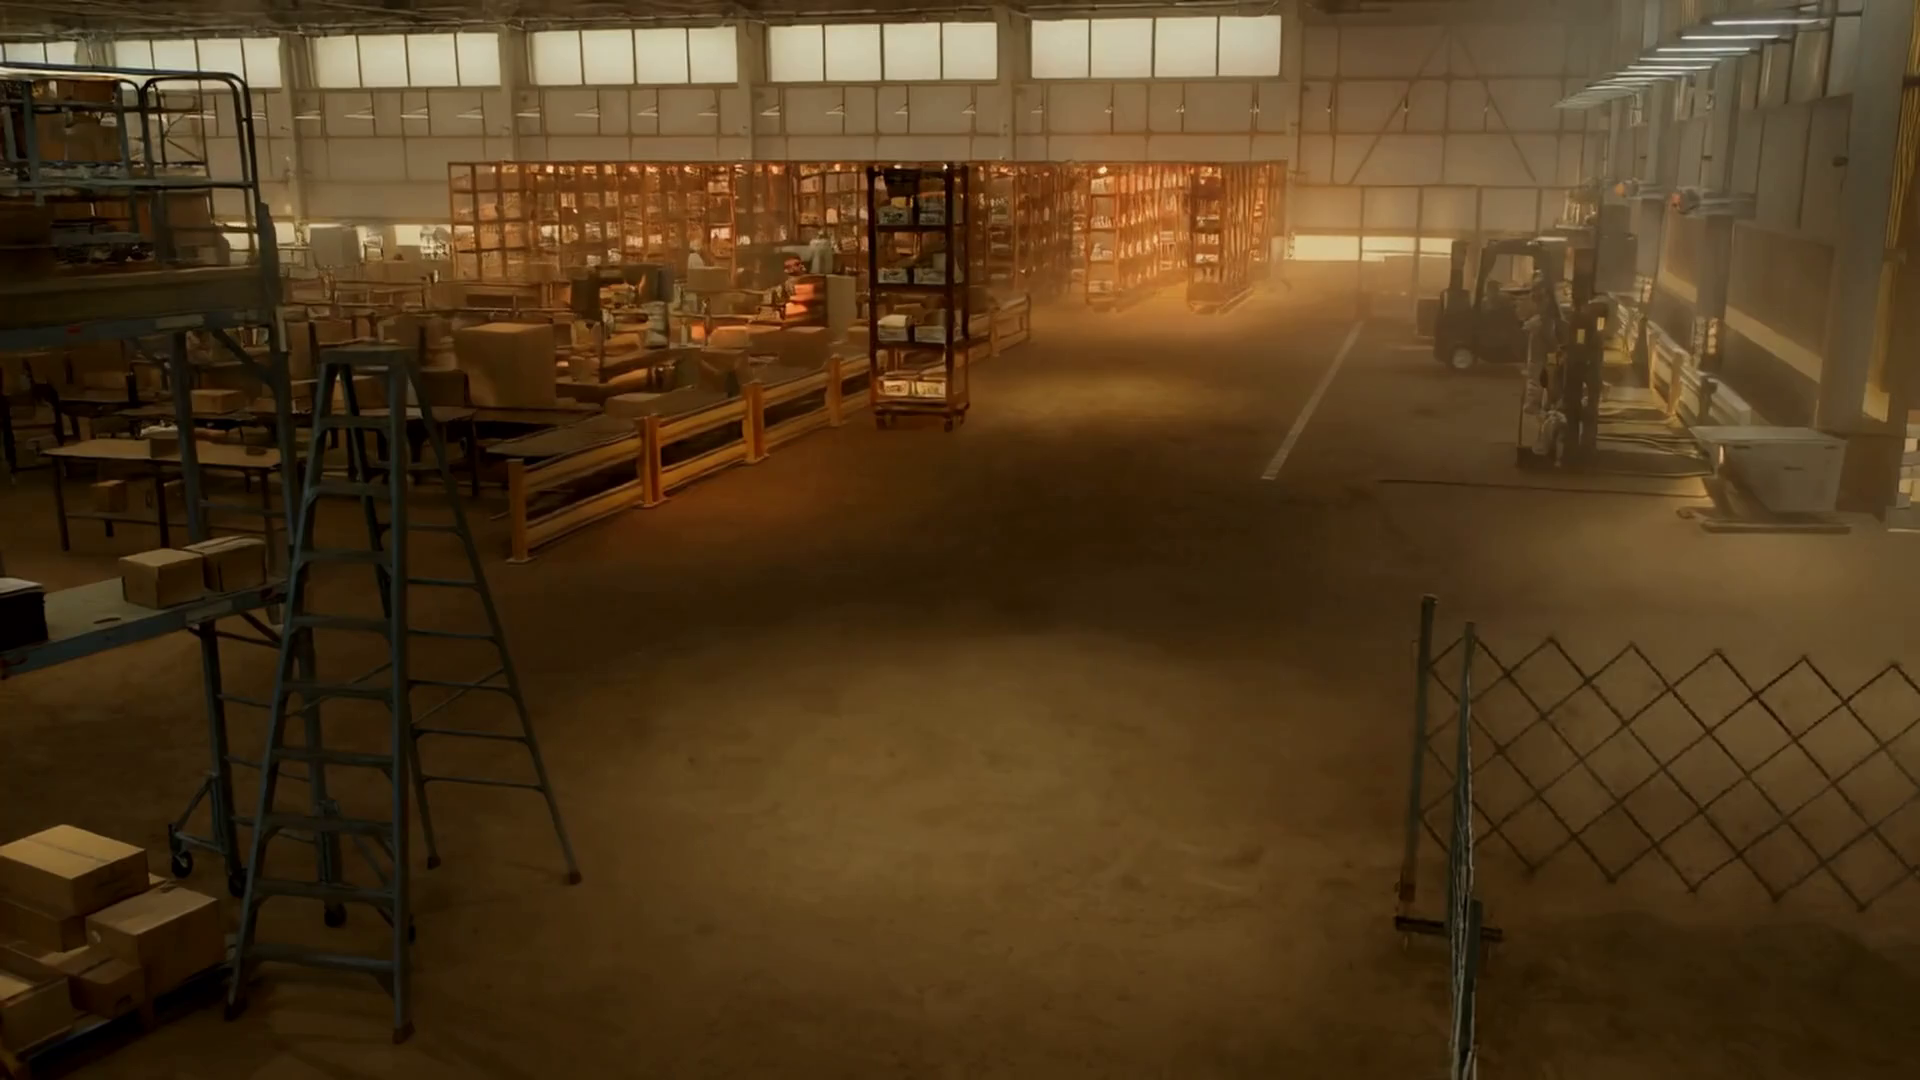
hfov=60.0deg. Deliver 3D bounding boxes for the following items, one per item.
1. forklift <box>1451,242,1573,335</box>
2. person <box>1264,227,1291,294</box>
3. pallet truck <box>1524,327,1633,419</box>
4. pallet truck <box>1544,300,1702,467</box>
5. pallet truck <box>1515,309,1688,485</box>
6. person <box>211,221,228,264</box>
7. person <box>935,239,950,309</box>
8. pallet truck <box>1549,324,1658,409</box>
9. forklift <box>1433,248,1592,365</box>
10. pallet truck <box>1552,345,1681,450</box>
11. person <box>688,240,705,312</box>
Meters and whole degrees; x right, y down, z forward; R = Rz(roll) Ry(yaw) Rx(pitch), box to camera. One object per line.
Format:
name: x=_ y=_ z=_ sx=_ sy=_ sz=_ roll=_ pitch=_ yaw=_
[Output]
forklift: x=10.464 y=-4.597 z=31.405 sx=2.680 sy=1.987 sz=1.157 roll=4 pitch=14 yaw=16
person: x=8.776 y=-7.701 z=45.840 sx=0.673 sy=1.822 sz=0.585 roll=1 pitch=13 yaw=5
pallet truck: x=9.065 y=-2.460 z=24.370 sx=1.522 sy=1.261 sz=0.704 roll=3 pitch=13 yaw=14
pallet truck: x=8.263 y=-1.952 z=20.631 sx=1.885 sy=1.965 sz=0.823 roll=5 pitch=14 yaw=20
pallet truck: x=7.554 y=-1.677 z=19.446 sx=1.885 sy=1.965 sz=0.823 roll=3 pitch=13 yaw=14
person: x=-20.557 y=-7.903 z=46.422 sx=0.826 sy=1.966 sz=0.614 roll=2 pitch=13 yaw=8
person: x=-0.328 y=-5.925 z=37.999 sx=0.407 sy=1.906 sz=0.638 roll=6 pitch=14 yaw=23
pallet truck: x=9.824 y=-2.669 z=25.407 sx=1.601 sy=1.201 sz=0.680 roll=4 pitch=14 yaw=16
forklift: x=9.780 y=-4.111 z=29.280 sx=2.680 sy=1.987 sz=1.157 roll=3 pitch=13 yaw=14
pallet truck: x=8.641 y=-1.896 z=21.908 sx=1.630 sy=1.274 sz=0.653 roll=4 pitch=14 yaw=16
person: x=-6.123 y=-6.062 z=38.745 sx=0.404 sy=1.831 sz=0.600 roll=-5 pitch=14 yaw=-21
